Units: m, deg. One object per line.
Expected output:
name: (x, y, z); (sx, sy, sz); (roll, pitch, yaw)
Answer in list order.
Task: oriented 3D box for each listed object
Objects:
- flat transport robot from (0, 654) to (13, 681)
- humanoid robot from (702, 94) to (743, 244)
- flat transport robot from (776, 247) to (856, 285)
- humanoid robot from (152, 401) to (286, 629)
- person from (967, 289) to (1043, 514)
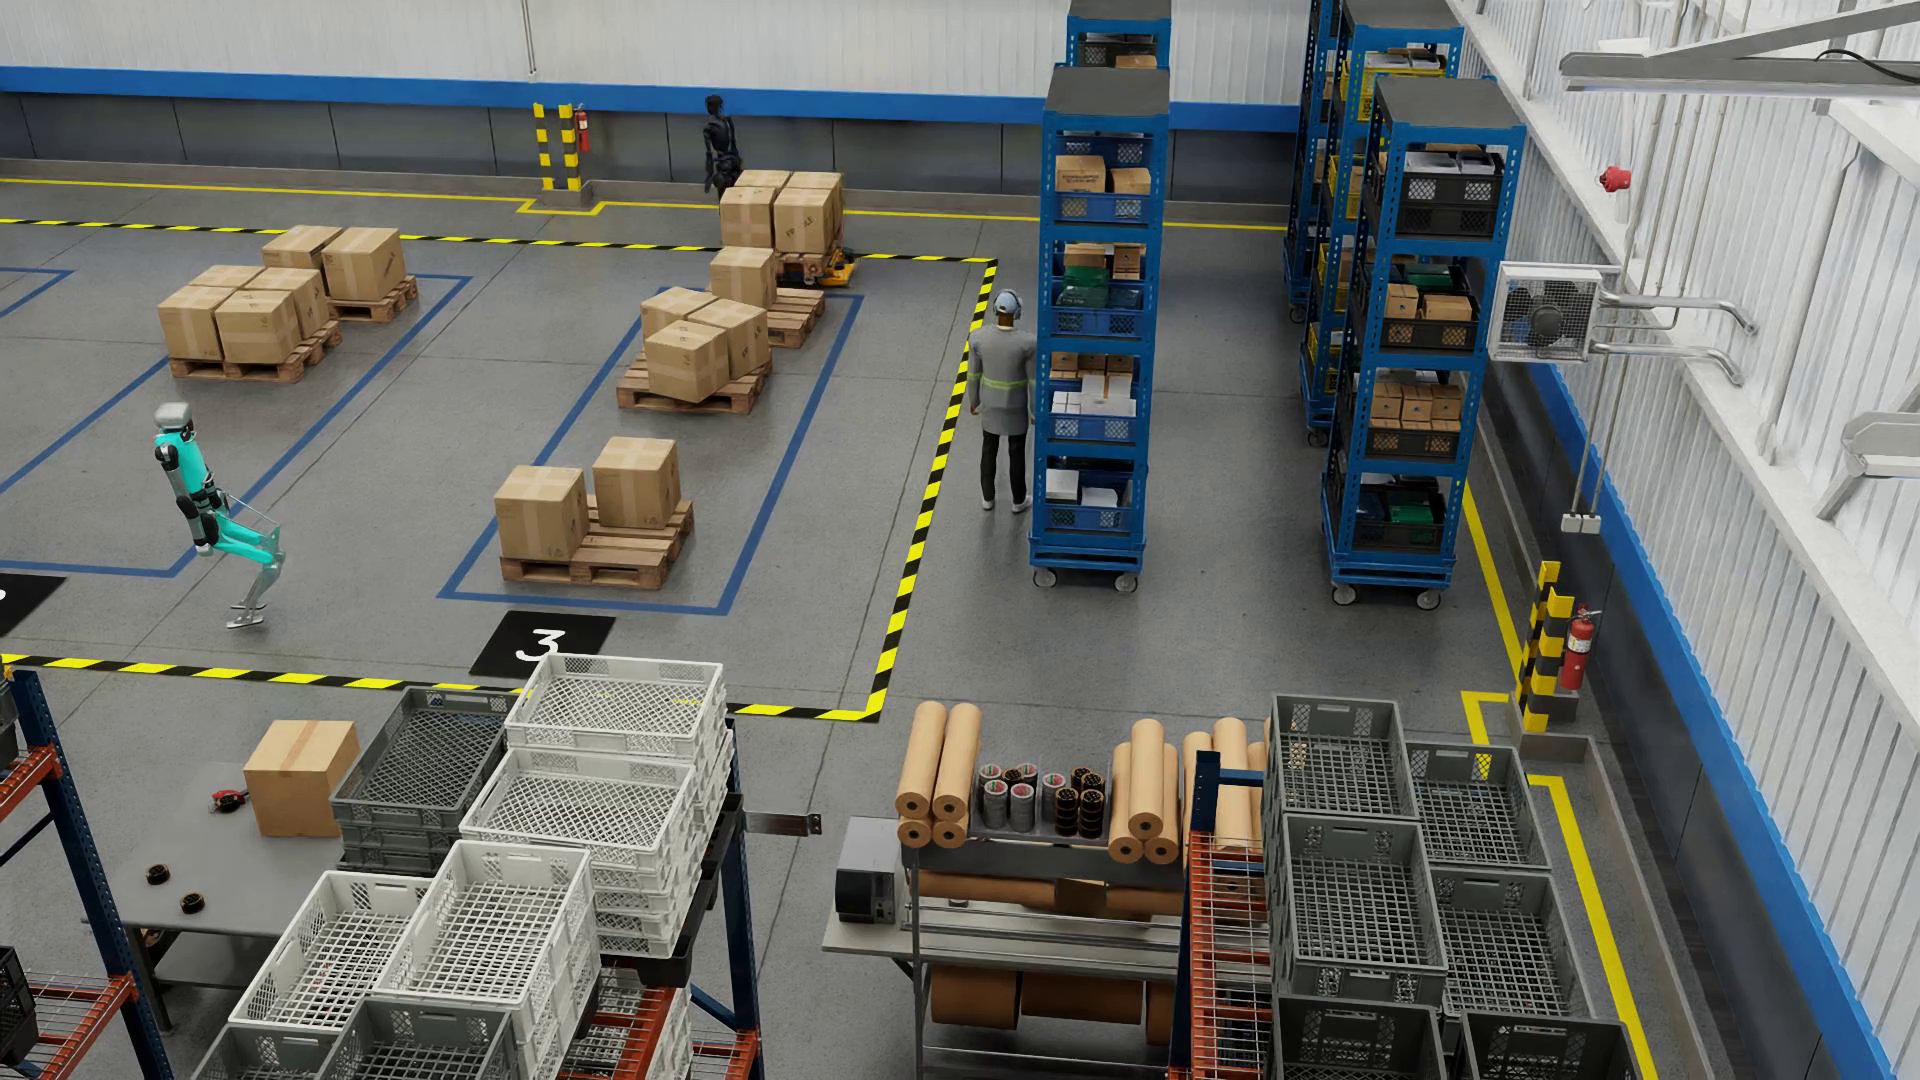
flat transport robot: (-7.142, 0.969, 11.010); (1.431, 0.231, 0.659); (3, 30, 6)
humanoid robot: (-2.552, -4.088, 18.307); (0.398, 1.638, 0.666); (14, 33, 22)
flat transport robot: (-1.864, -2.947, 17.707); (1.431, 0.197, 0.652); (3, 30, 6)
humanoid robot: (-4.974, -0.178, 11.384); (0.735, 1.680, 0.533); (-5, 31, -8)
person: (0.358, -1.086, 12.965); (0.597, 1.850, 0.395); (8, 31, 13)
